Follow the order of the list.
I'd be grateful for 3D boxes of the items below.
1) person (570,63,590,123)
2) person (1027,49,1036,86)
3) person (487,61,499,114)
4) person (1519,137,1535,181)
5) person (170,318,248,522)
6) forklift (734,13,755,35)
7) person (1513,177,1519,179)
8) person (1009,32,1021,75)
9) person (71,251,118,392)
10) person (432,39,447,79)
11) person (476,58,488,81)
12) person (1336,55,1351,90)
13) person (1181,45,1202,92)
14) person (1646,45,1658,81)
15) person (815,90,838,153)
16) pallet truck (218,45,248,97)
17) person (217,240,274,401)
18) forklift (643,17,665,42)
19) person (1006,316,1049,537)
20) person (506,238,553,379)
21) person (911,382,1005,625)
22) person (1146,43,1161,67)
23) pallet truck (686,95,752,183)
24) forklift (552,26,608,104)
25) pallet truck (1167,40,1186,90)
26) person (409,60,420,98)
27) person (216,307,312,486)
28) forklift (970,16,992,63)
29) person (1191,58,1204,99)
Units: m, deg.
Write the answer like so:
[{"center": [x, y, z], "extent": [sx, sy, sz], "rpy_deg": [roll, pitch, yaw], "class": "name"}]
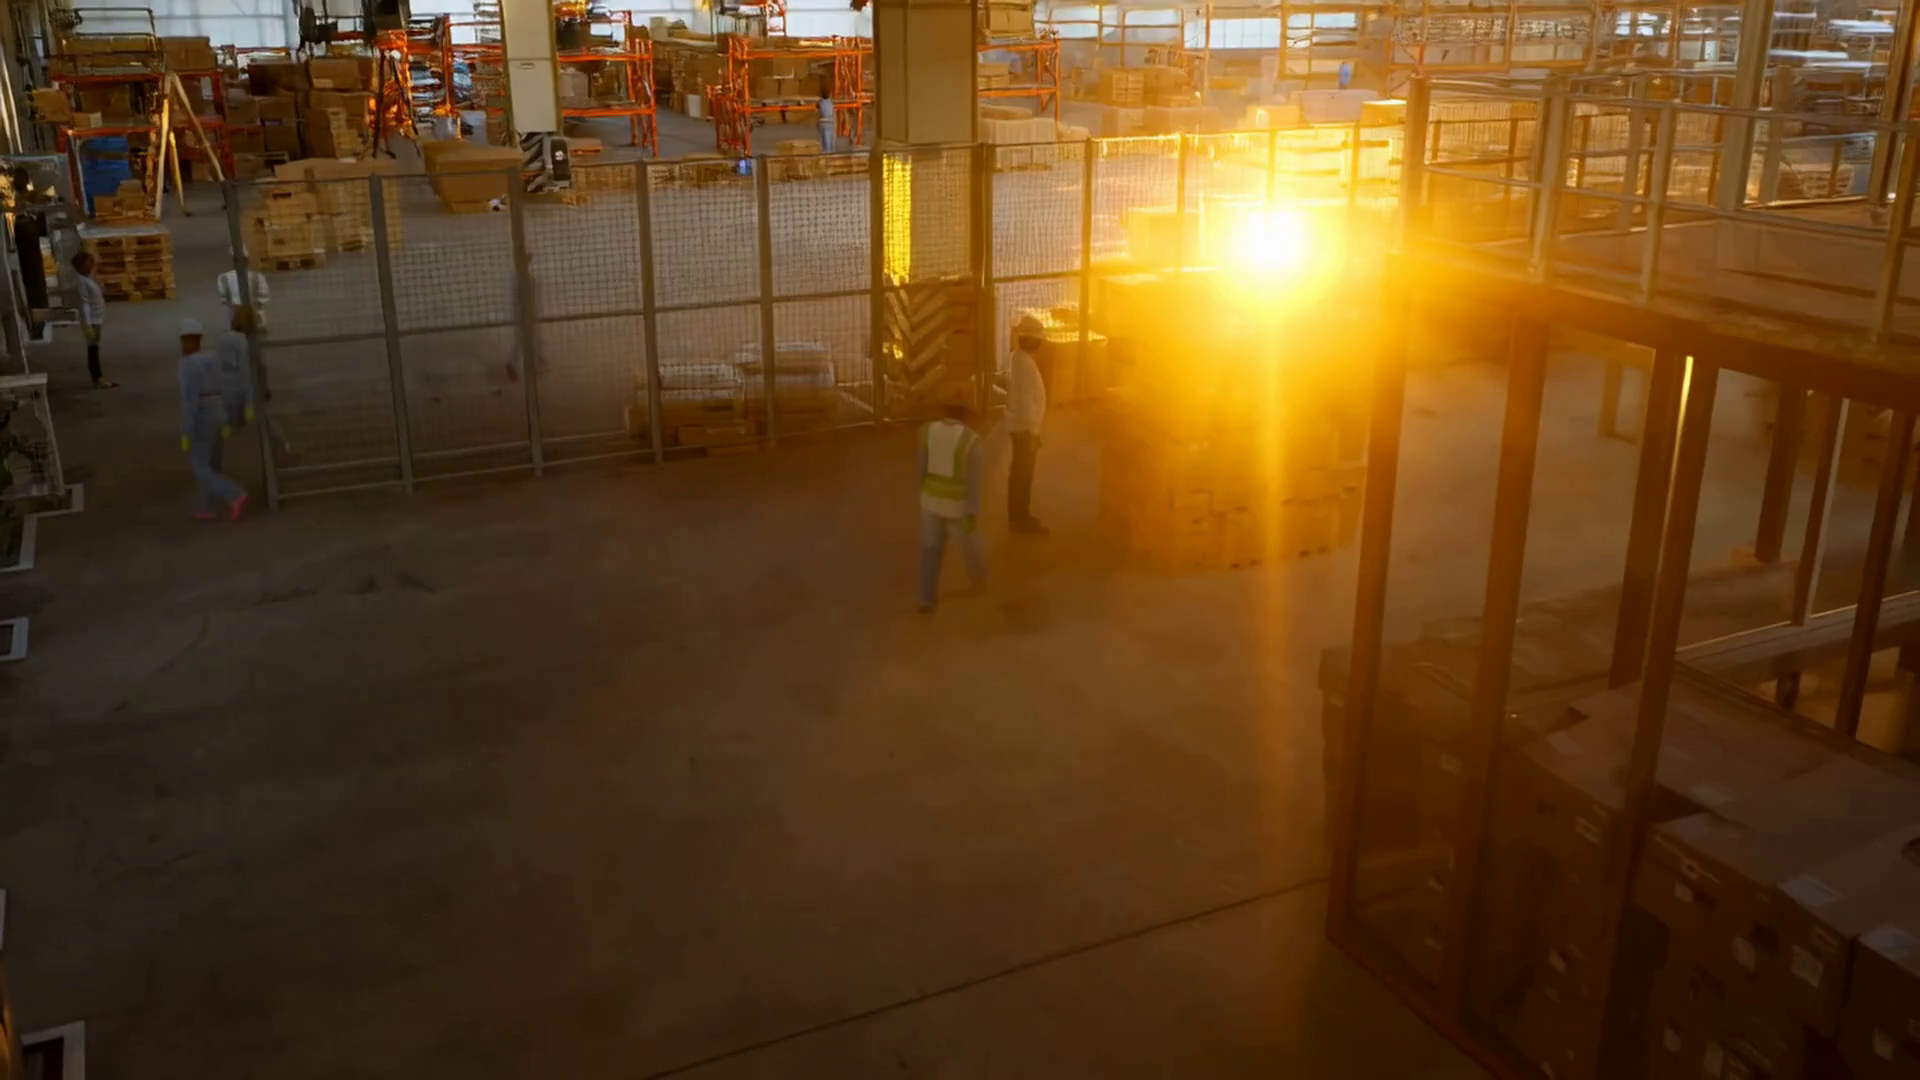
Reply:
[{"center": [-12.575, -14.783, 55.019], "extent": [0.657, 1.885, 0.923], "rpy_deg": [6, 20, 16], "class": "person"}, {"center": [2.910, -19.402, 68.371], "extent": [0.392, 1.915, 0.590], "rpy_deg": [3, 19, 7], "class": "person"}, {"center": [-16.201, -15.711, 57.789], "extent": [0.474, 1.830, 0.528], "rpy_deg": [8, 21, 23], "class": "person"}, {"center": [10.481, -6.432, 30.709], "extent": [1.089, 1.960, 0.599], "rpy_deg": [-14, 23, -34], "class": "person"}, {"center": [-6.893, -1.076, 15.312], "extent": [0.756, 1.875, 0.655], "rpy_deg": [9, 21, 25], "class": "person"}, {"center": [-10.252, -23.696, 79.360], "extent": [1.129, 2.768, 1.873], "rpy_deg": [-9, 21, -25], "class": "forklift"}, {"center": [8.488, -4.674, 25.747], "extent": [0.528, 1.869, 0.313], "rpy_deg": [-5, 20, -15], "class": "person"}, {"center": [2.645, -23.073, 78.928], "extent": [0.477, 1.965, 0.669], "rpy_deg": [5, 20, 14], "class": "person"}, {"center": [-10.489, -2.642, 20.112], "extent": [0.318, 1.700, 0.535], "rpy_deg": [-7, 20, -20], "class": "person"}, {"center": [-23.077, -21.164, 73.477], "extent": [0.585, 1.914, 0.569], "rpy_deg": [-2, 19, -6], "class": "person"}, {"center": [-17.551, -16.866, 61.277], "extent": [0.301, 1.743, 0.493], "rpy_deg": [14, 24, 36], "class": "person"}, {"center": [13.760, -16.537, 60.068], "extent": [0.810, 1.908, 0.579], "rpy_deg": [-14, 23, -34], "class": "person"}, {"center": [9.487, -19.388, 68.387], "extent": [0.949, 1.882, 0.696], "rpy_deg": [-2, 19, -6], "class": "person"}, {"center": [31.003, -21.326, 74.428], "extent": [0.522, 1.581, 0.843], "rpy_deg": [-12, 22, -30], "class": "person"}, {"center": [-3.539, -10.940, 43.952], "extent": [0.625, 1.844, 0.429], "rpy_deg": [-7, 20, -19], "class": "person"}, {"center": [-28.879, -18.665, 66.111], "extent": [0.823, 1.965, 1.885], "rpy_deg": [-3, 19, -9], "class": "pallet truck"}, {"center": [-8.330, -2.526, 19.443], "extent": [0.571, 1.920, 0.535], "rpy_deg": [-4, 19, -12], "class": "person"}, {"center": [-13.335, -21.397, 72.696], "extent": [1.873, 2.768, 1.129], "rpy_deg": [15, 24, 36], "class": "forklift"}, {"center": [0.605, -1.027, 14.981], "extent": [0.378, 1.996, 0.609], "rpy_deg": [-3, 19, -10], "class": "person"}, {"center": [-5.411, -2.873, 20.717], "extent": [0.528, 1.746, 0.713], "rpy_deg": [6, 20, 18], "class": "person"}, {"center": [-0.050, -0.319, 13.091], "extent": [0.622, 1.890, 1.017], "rpy_deg": [12, 22, 31], "class": "person"}, {"center": [8.000, -19.413, 68.349], "extent": [0.639, 1.941, 0.774], "rpy_deg": [-7, 20, -19], "class": "person"}, {"center": [-5.836, -9.608, 39.856], "extent": [0.823, 1.965, 1.885], "rpy_deg": [10, 22, 27], "class": "pallet truck"}, {"center": [-14.366, -17.840, 62.386], "extent": [1.873, 2.768, 1.129], "rpy_deg": [-9, 21, -25], "class": "forklift"}, {"center": [9.045, -19.971, 69.895], "extent": [0.823, 1.965, 1.885], "rpy_deg": [-3, 19, -8], "class": "pallet truck"}, {"center": [-20.231, -16.891, 61.504], "extent": [0.514, 1.642, 0.310], "rpy_deg": [-6, 20, -16], "class": "person"}, {"center": [-7.043, -1.413, 16.443], "extent": [0.691, 1.779, 0.994], "rpy_deg": [15, 24, 37], "class": "person"}, {"center": [0.510, -23.892, 79.929], "extent": [1.873, 2.768, 1.129], "rpy_deg": [6, 20, 17], "class": "forklift"}, {"center": [8.798, -17.001, 61.734], "extent": [0.542, 1.699, 0.316], "rpy_deg": [-10, 21, -26], "class": "person"}]
